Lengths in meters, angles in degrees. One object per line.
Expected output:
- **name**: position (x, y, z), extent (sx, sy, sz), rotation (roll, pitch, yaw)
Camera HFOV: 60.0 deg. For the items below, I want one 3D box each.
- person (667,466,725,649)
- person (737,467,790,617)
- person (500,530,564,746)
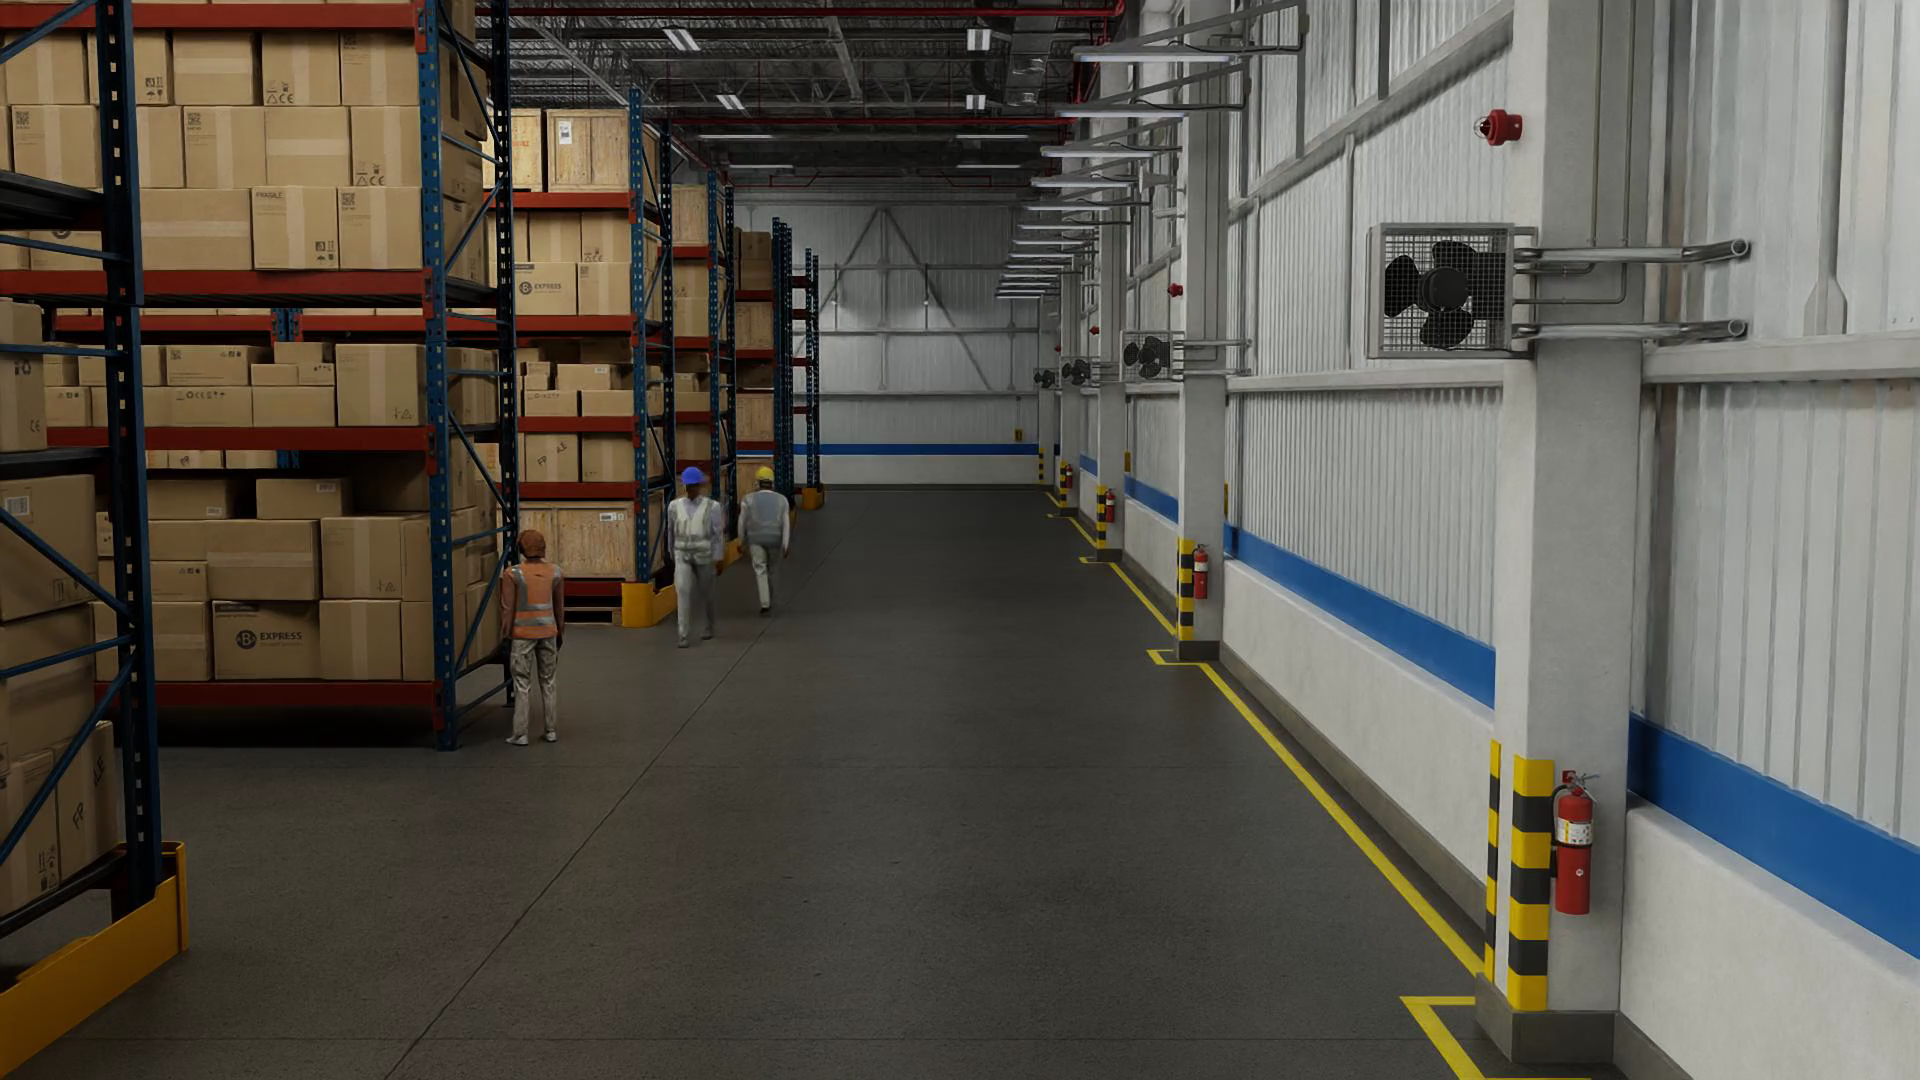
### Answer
- **person**: position (-2.793, 0.159, 17.667), extent (0.617, 1.912, 0.969), rotation (0, 5, 4)
- **person**: position (-2.355, 0.019, 20.018), extent (0.594, 1.794, 0.921), rotation (-2, 5, -18)
- **person**: position (-3.220, 0.735, 12.551), extent (0.521, 1.631, 0.315), rotation (-5, 7, -44)
